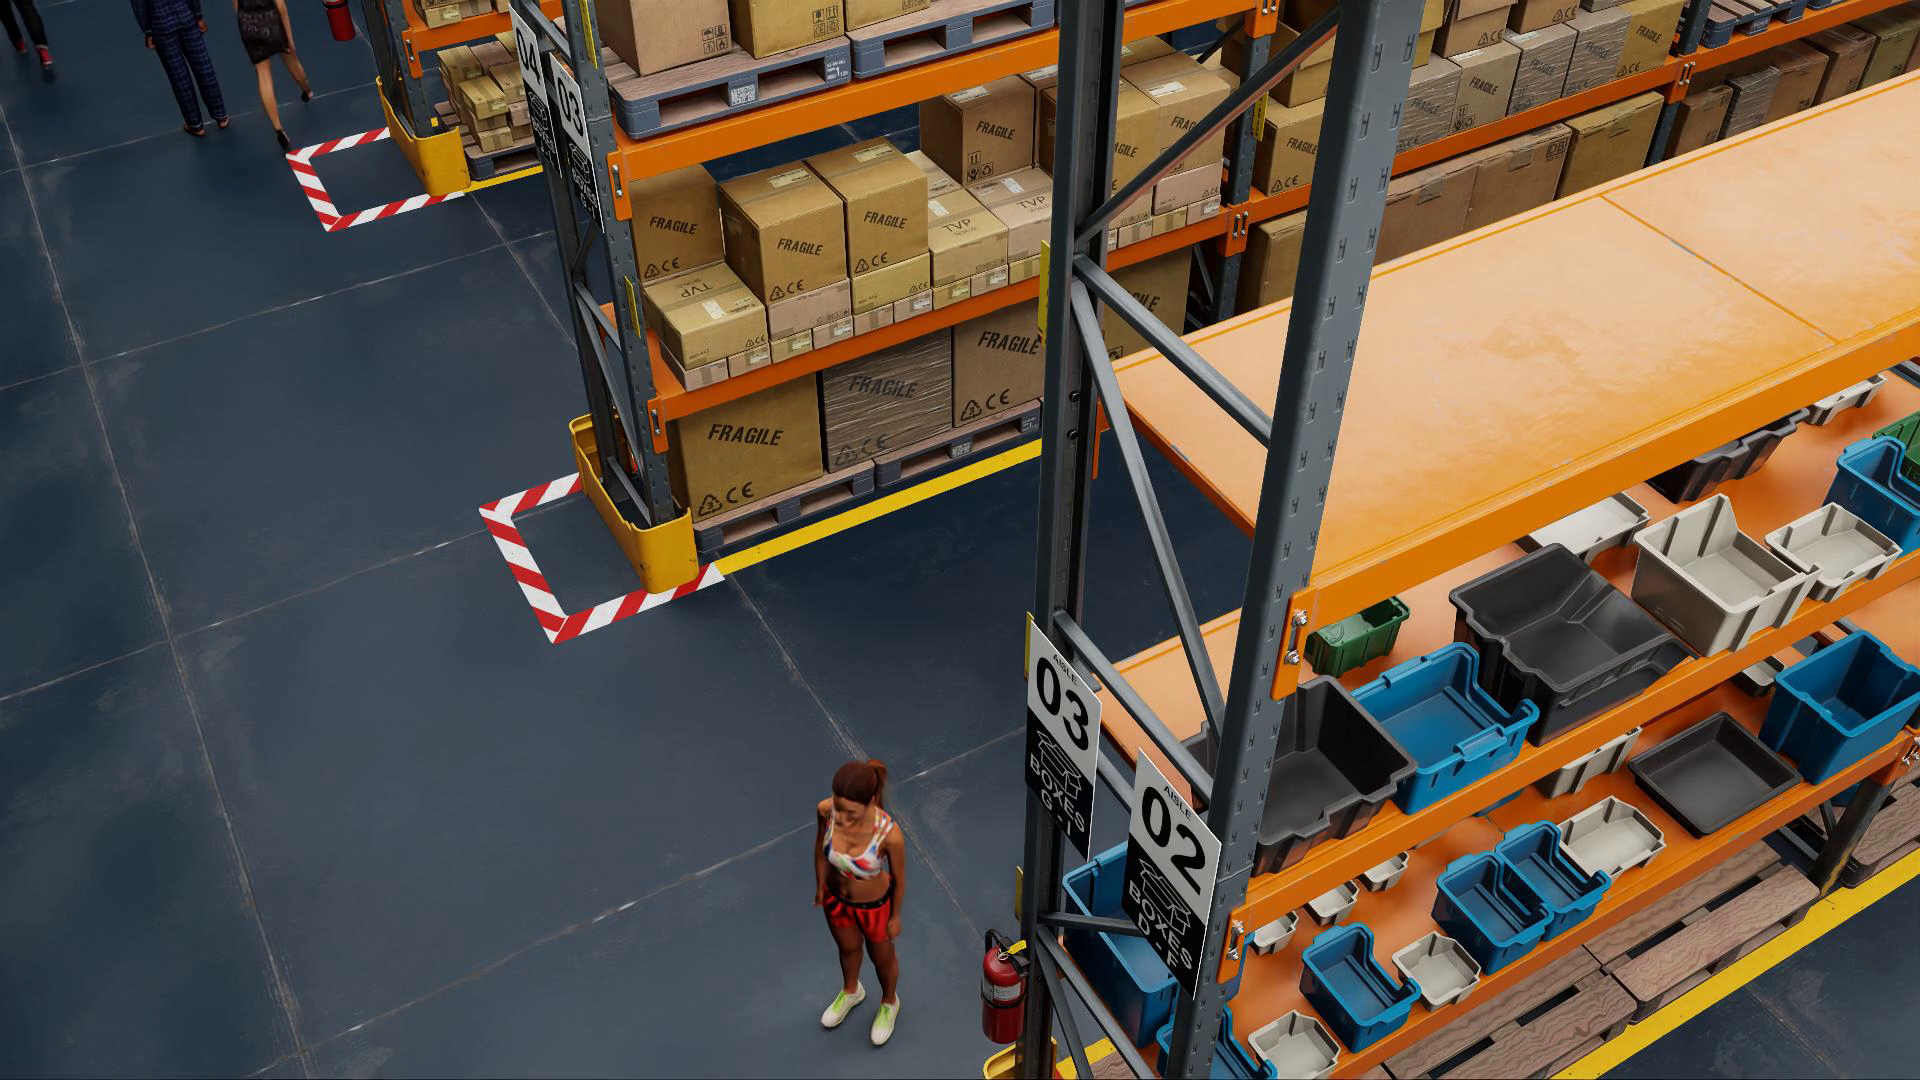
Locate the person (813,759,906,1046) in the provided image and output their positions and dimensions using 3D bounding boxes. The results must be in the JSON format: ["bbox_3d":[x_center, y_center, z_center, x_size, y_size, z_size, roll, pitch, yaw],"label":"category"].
[{"bbox_3d":[-0.420,1.542,7.148,0.675,1.790,0.718,18,46,18],"label":"person"}]

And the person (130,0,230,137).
[{"bbox_3d":[-6.237,-4.087,13.152,0.567,1.824,0.752,-26,49,-26],"label":"person"}]

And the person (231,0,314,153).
[{"bbox_3d":[-5.448,-3.881,12.994,1.118,1.738,0.923,-6,43,-6],"label":"person"}]
